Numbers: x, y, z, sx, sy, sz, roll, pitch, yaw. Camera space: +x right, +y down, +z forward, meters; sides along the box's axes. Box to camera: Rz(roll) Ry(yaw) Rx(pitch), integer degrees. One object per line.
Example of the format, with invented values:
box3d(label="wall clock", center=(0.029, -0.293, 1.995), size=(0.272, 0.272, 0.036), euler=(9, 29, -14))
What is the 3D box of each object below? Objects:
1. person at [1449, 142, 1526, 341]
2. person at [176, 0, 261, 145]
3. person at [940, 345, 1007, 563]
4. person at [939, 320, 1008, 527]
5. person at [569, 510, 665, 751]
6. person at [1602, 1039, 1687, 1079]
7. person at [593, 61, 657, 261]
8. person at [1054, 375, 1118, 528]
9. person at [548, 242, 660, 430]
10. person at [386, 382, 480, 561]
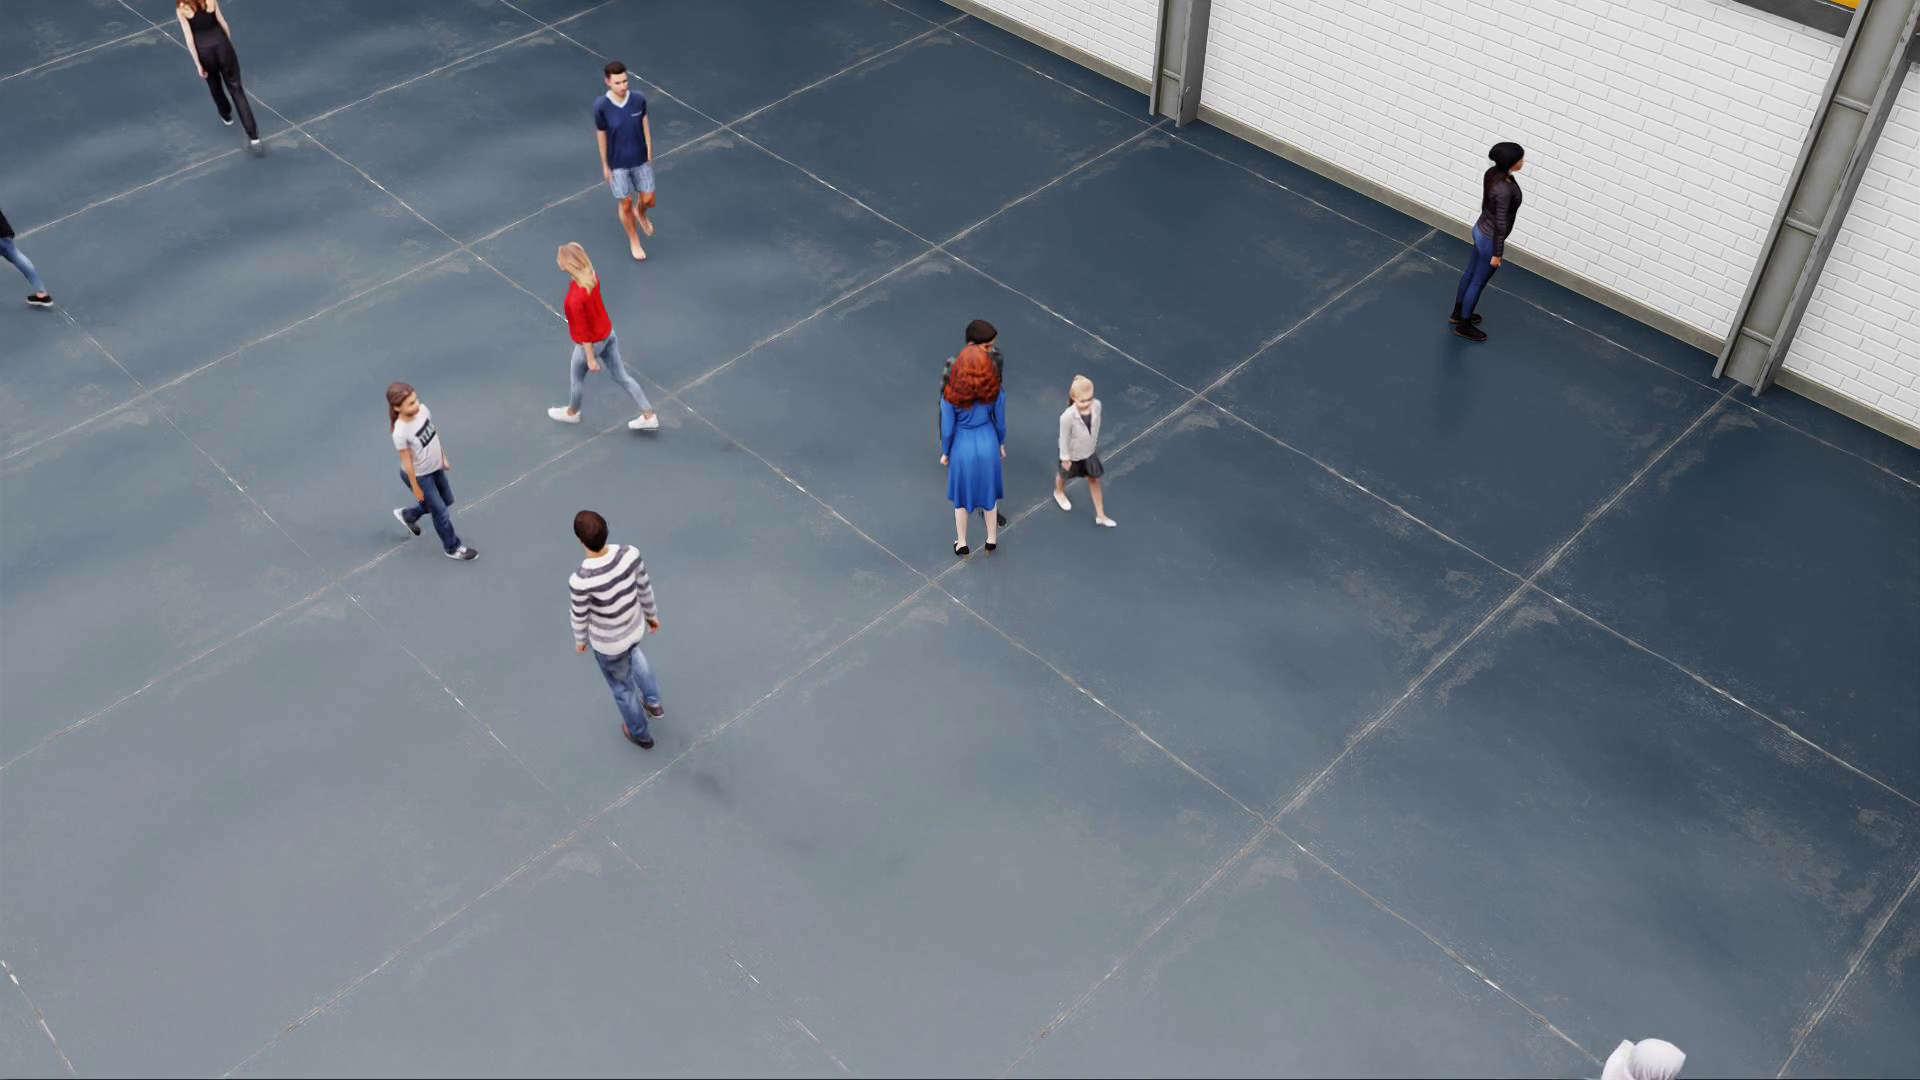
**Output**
box3d(label="person", center=(4.262, -2.427, 13.427), size=(0.760, 1.747, 0.711), euler=(2, 44, 2))
box3d(label="person", center=(-6.972, -4.523, 15.657), size=(0.748, 1.705, 1.234), euler=(-24, 49, -23))
box3d(label="person", center=(0.092, -0.570, 11.419), size=(0.715, 1.828, 0.755), euler=(-5, 44, -5))
box3d(label="person", center=(0.060, -0.951, 11.981), size=(0.981, 1.689, 1.103), euler=(-11, 45, -11))
box3d(label="person", center=(-2.033, 0.614, 10.175), size=(0.695, 1.830, 0.667), euler=(32, 52, 29))
box3d(label="person", center=(2.955, 2.842, 7.890), size=(0.967, 1.756, 0.897), euler=(1, 44, 1))
box3d(label="person", center=(-2.898, -3.312, 14.293), size=(0.759, 1.834, 0.844), euler=(-17, 46, -17))
box3d(label="person", center=(0.816, -0.691, 11.968), size=(0.680, 1.246, 0.902), euler=(-21, 48, -21))
box3d(label="person", center=(-2.660, -1.464, 12.482), size=(1.220, 1.656, 1.028), euler=(9, 44, 9))
box3d(label="person", center=(-3.769, -0.492, 11.539), size=(0.938, 1.548, 0.790), euler=(11, 45, 12))
